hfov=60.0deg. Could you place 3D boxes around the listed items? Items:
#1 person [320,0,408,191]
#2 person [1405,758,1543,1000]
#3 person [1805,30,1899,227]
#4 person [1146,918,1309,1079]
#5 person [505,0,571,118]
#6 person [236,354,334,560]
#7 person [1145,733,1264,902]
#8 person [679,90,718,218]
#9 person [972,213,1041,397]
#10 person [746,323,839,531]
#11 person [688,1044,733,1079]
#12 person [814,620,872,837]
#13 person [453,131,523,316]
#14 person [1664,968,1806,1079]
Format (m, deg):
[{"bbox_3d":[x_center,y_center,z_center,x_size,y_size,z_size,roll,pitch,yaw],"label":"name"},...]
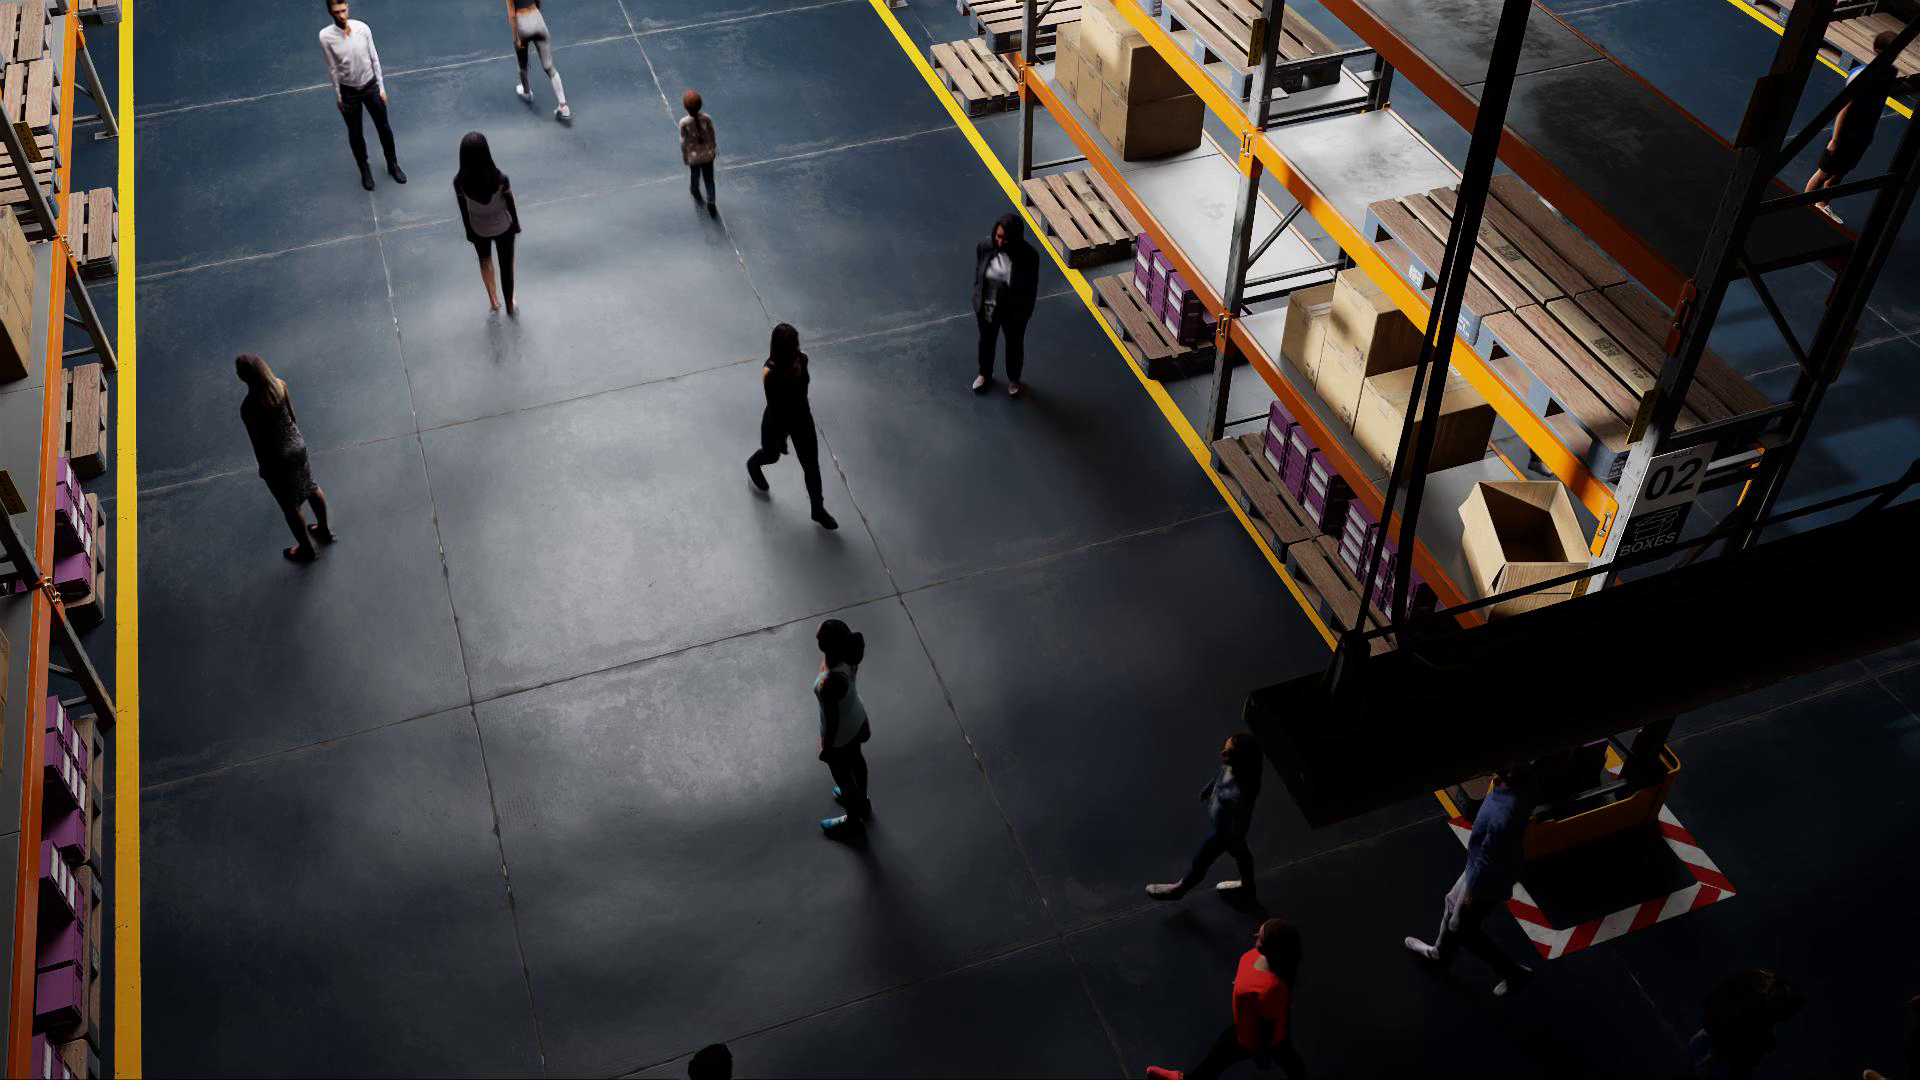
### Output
[{"bbox_3d":[-5.495,-4.134,15.209,0.618,1.865,0.575,-18,46,-18],"label":"person"},{"bbox_3d":[2.926,1.807,8.979,1.092,1.858,1.005,20,47,20],"label":"person"},{"bbox_3d":[7.858,-3.609,14.657,0.658,1.866,0.587,-18,46,-18],"label":"person"},{"bbox_3d":[1.611,2.475,8.430,1.129,1.646,1.147,13,45,13],"label":"person"},{"bbox_3d":[-4.122,-4.898,16.156,0.786,1.665,1.182,-28,50,-26],"label":"person"},{"bbox_3d":[-4.713,-0.584,11.601,0.704,1.702,0.636,16,46,16],"label":"person"},{"bbox_3d":[1.615,1.606,9.482,0.884,1.454,0.918,7,44,7],"label":"person"},{"bbox_3d":[-2.335,-3.458,15.003,0.507,1.171,0.739,-11,45,-11],"label":"person"},{"bbox_3d":[0.336,-1.850,13.001,0.800,1.603,0.838,10,45,10],"label":"person"},{"bbox_3d":[-1.298,-0.858,11.922,0.908,1.655,1.224,-34,53,-30],"label":"person"},{"bbox_3d":[-1.233,2.917,8.280,0.532,1.214,0.644,34,53,30],"label":"person"},{"bbox_3d":[-0.702,1.099,9.789,0.746,1.764,0.672,12,45,12],"label":"person"},{"bbox_3d":[-3.853,-2.527,13.644,0.652,1.696,0.675,-6,44,-6],"label":"person"},{"bbox_3d":[3.708,2.600,8.322,0.857,1.614,0.791,7,44,7],"label":"person"}]
